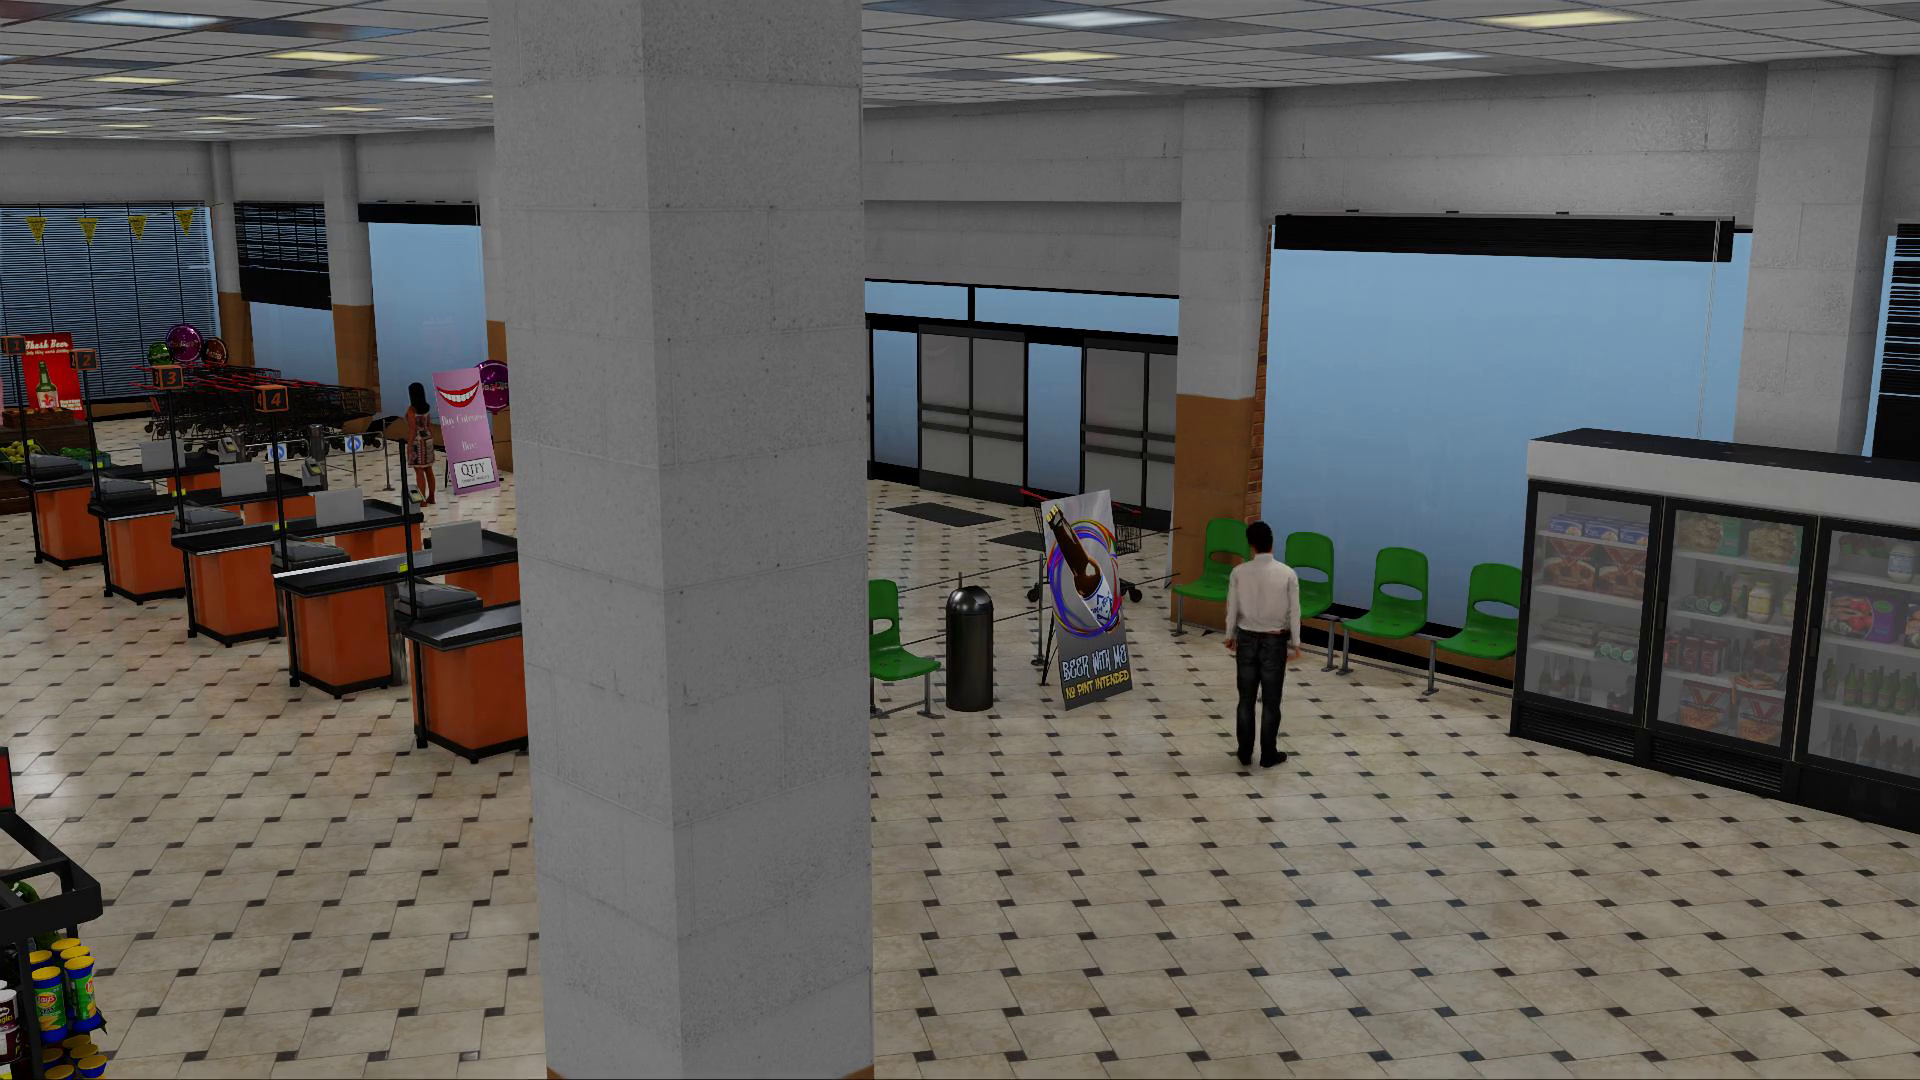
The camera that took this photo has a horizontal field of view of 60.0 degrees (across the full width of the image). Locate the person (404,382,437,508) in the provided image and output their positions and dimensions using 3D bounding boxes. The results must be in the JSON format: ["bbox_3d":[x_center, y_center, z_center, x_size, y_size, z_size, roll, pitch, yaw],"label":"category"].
[{"bbox_3d":[-7.135,-1.270,21.994,0.783,1.645,0.636,4,12,18],"label":"person"}]

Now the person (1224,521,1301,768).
[{"bbox_3d":[2.166,0.756,11.991,0.784,1.801,0.745,6,13,26],"label":"person"}]
